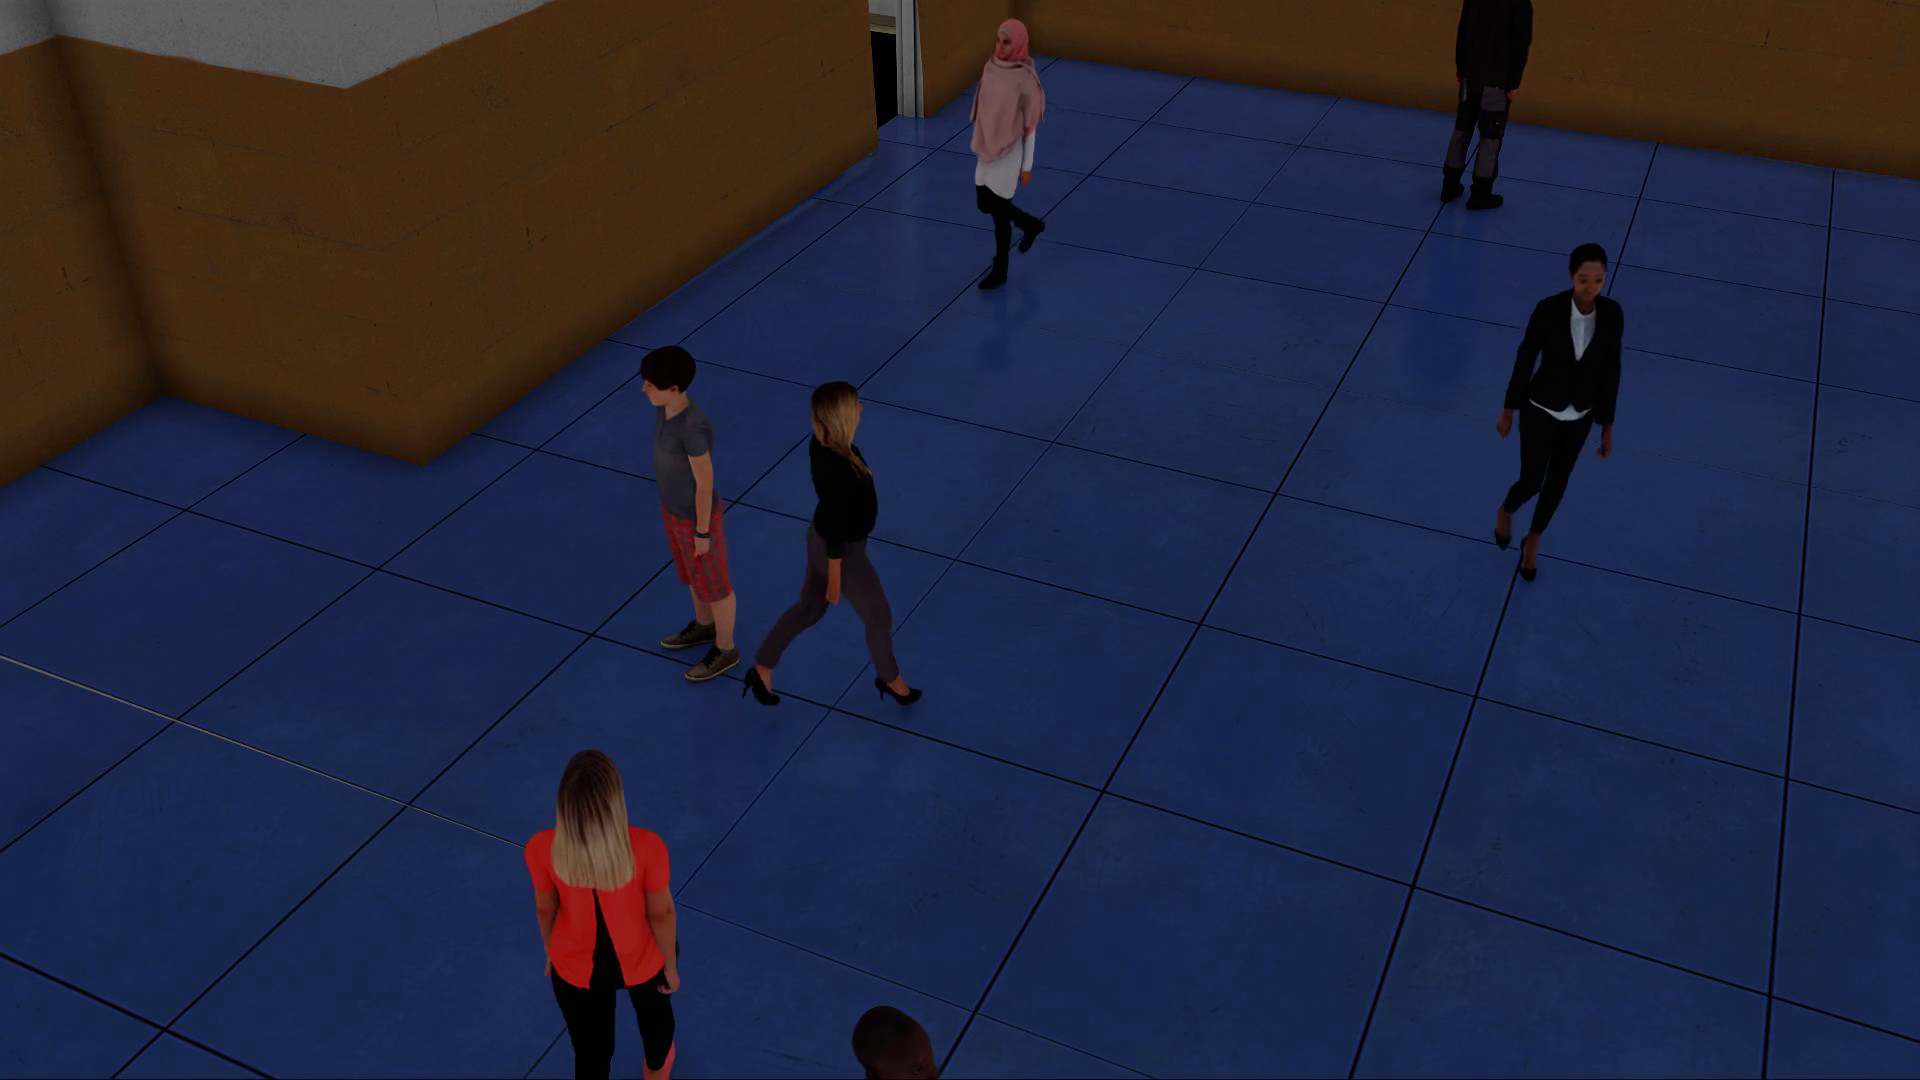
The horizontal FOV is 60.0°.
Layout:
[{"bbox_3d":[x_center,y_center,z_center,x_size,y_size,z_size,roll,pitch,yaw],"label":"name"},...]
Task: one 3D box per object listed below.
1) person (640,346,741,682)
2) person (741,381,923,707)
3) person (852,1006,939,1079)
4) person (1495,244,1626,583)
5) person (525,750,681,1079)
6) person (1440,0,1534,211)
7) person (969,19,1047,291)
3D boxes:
[{"bbox_3d":[-1.203,-0.130,7.488,0.728,1.649,0.644,-17,37,-23],"label":"person"},{"bbox_3d":[-0.632,0.104,7.171,1.111,1.625,1.015,-9,35,-13],"label":"person"},{"bbox_3d":[-0.174,1.879,4.413,0.586,1.723,0.667,10,35,15],"label":"person"},{"bbox_3d":[2.868,-0.630,8.097,0.762,1.822,0.828,-1,34,-1],"label":"person"},{"bbox_3d":[-1.095,1.397,5.191,1.124,1.664,1.021,-3,34,-4],"label":"person"},{"bbox_3d":[3.853,-3.397,12.145,0.841,1.945,0.691,-25,41,-33],"label":"person"},{"bbox_3d":[0.347,-2.560,11.029,0.897,1.788,0.943,-27,42,-35],"label":"person"}]
